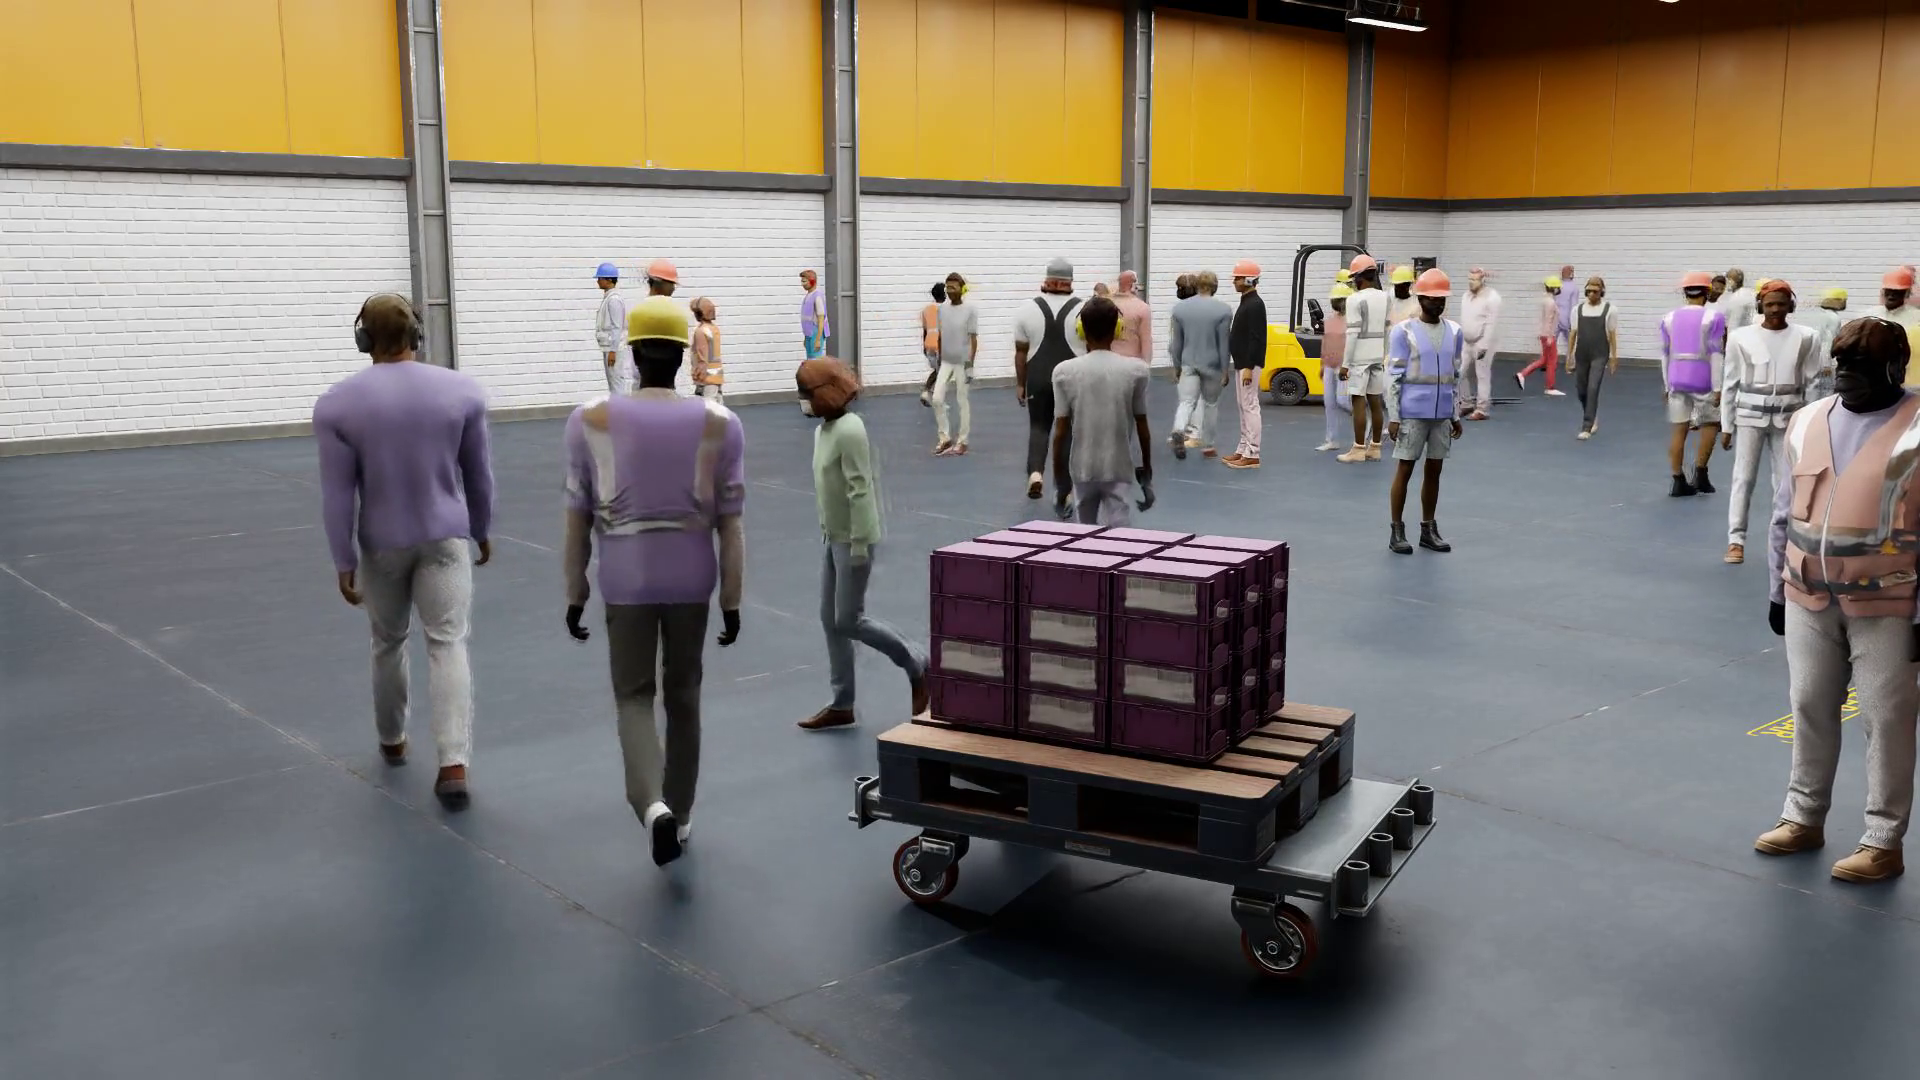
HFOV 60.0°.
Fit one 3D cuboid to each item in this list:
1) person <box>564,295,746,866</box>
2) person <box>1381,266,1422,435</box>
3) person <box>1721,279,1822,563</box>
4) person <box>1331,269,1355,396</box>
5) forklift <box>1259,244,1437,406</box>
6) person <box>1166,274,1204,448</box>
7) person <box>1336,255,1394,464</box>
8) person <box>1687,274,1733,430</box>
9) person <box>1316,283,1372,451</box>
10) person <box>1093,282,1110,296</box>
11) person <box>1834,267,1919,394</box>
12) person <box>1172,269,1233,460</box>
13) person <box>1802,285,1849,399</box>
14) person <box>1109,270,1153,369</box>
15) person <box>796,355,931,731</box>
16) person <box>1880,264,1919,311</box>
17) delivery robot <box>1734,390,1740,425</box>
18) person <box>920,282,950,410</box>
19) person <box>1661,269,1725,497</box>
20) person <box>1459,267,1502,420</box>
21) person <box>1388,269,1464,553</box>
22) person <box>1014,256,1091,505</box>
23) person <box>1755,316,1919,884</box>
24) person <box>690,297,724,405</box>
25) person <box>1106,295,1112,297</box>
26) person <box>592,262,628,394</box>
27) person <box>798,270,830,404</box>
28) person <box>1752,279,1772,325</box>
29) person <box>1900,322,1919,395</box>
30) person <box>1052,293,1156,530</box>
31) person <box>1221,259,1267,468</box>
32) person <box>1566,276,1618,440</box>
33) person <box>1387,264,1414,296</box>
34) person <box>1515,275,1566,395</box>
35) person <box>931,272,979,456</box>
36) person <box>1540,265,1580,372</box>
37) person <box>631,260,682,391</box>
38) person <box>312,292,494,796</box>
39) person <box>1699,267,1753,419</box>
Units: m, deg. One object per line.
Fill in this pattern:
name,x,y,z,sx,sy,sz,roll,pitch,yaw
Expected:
person,-0.992,0.153,5.484,0.614,1.894,0.739,-2,10,-13
person,4.908,-2.090,18.543,0.462,1.907,0.621,-8,12,-38
person,5.289,-0.761,10.889,0.573,1.877,0.343,3,10,18
person,5.512,-2.970,23.934,0.404,1.831,0.600,4,11,24
forklift,5.256,-2.933,22.661,2.313,2.155,1.214,3,10,16
person,2.421,-1.894,17.626,0.429,1.837,0.632,-3,10,-15
person,3.936,-1.761,16.273,0.605,2.033,0.391,-7,12,-36
person,8.738,-2.218,19.560,0.565,1.830,0.881,5,11,27
person,3.998,-1.796,17.311,0.554,1.752,0.530,-6,11,-29
person,2.132,-3.111,25.384,0.344,1.621,0.514,-6,11,-32
person,7.911,-1.352,14.195,1.066,1.944,0.620,-6,12,-33
person,2.335,-1.698,16.316,0.628,1.906,0.856,5,11,29
person,9.703,-2.042,18.904,0.808,1.706,0.493,0,10,-1
person,1.639,-1.771,16.782,0.645,1.885,0.552,6,11,32
person,-0.421,0.016,7.097,0.547,1.604,0.552,-4,10,-21
person,13.410,-2.963,23.680,0.641,1.908,0.407,4,11,23
delivery robot,9.042,-1.572,19.215,0.477,0.478,0.707,5,11,27
person,-0.263,-2.524,21.773,0.534,1.688,0.364,9,13,43
person,6.196,-1.319,14.041,0.560,1.911,0.566,-8,13,-39
person,6.327,-2.399,20.439,0.510,1.884,0.647,-6,11,-29
person,3.183,-0.870,11.332,0.552,1.935,0.366,-3,10,-15
person,0.810,-1.303,13.568,0.697,2.000,0.537,2,10,11
person,2.921,0.192,5.444,0.430,1.836,0.620,-6,11,-32
person,-2.375,-1.459,15.663,0.314,1.636,0.516,2,10,9
person,1.540,-1.846,18.012,0.626,1.588,0.829,2,10,13
person,-4.012,-2.214,19.170,0.384,1.949,0.603,-3,10,-18
person,-1.965,-2.724,22.482,0.393,1.838,0.563,-4,10,-20
person,9.465,-2.194,19.616,0.337,1.759,0.525,-1,10,-7
person,6.562,-0.800,11.261,0.628,1.829,0.518,8,12,38
person,0.712,-0.308,8.342,0.521,1.843,0.807,2,10,12
person,2.740,-1.687,15.948,0.382,1.995,0.612,0,10,0
person,7.054,-2.031,18.549,0.518,1.810,0.854,7,12,36
person,6.666,-3.269,25.483,0.914,1.907,0.546,-5,11,-27
person,8.501,-2.973,24.210,0.641,1.749,0.529,3,10,15
person,-0.085,-1.763,16.782,0.525,1.852,0.629,6,11,29
person,10.553,-3.878,29.150,0.928,1.872,0.645,-9,13,-41
person,-2.692,-1.505,14.932,0.961,1.982,0.608,3,10,15
person,-2.095,0.009,6.340,0.640,1.901,0.977,-3,10,-19
person,9.586,-2.383,20.338,0.891,1.900,0.634,5,11,26
